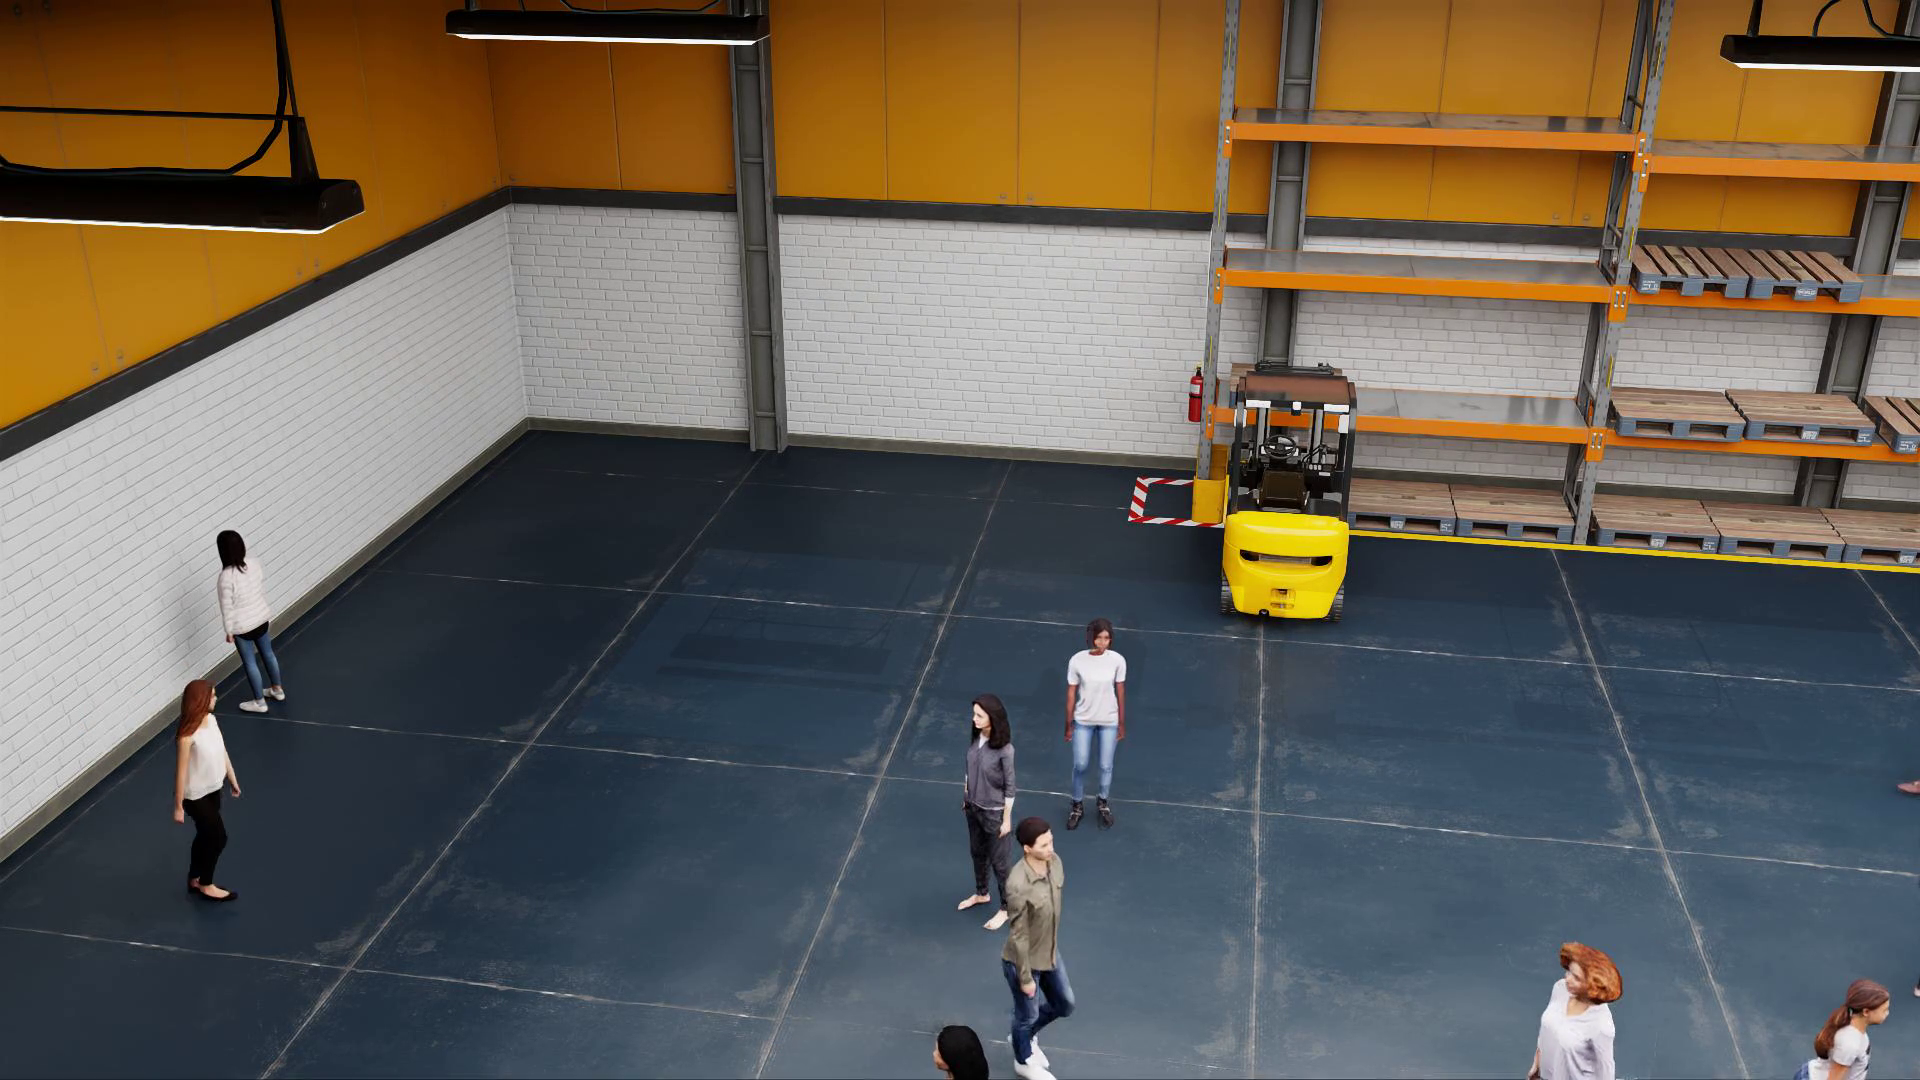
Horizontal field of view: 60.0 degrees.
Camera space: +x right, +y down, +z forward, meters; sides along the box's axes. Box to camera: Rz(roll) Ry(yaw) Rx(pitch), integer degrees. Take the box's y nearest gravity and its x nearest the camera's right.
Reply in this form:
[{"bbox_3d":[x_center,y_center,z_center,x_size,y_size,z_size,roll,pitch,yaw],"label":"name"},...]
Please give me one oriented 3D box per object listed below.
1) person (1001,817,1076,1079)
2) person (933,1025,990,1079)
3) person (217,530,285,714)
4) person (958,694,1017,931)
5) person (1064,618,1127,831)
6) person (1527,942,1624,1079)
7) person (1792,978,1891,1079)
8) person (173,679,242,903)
[{"bbox_3d":[0.364,2.434,9.902,0.839,1.852,0.826,17,29,33],"label":"person"},{"bbox_3d":[0.011,3.165,8.407,0.599,1.710,0.629,-1,24,-2],"label":"person"},{"bbox_3d":[-6.072,0.678,14.192,0.597,1.634,0.644,8,25,17],"label":"person"},{"bbox_3d":[0.205,1.833,11.386,0.733,1.764,0.656,-18,30,-36],"label":"person"},{"bbox_3d":[1.017,1.375,12.488,0.536,1.721,0.699,3,24,7],"label":"person"},{"bbox_3d":[3.430,2.909,9.034,1.195,1.677,0.904,-4,24,-9],"label":"person"},{"bbox_3d":[4.603,3.008,9.018,1.138,1.509,0.741,11,26,24],"label":"person"},{"bbox_3d":[-5.367,1.785,11.596,0.702,1.684,0.649,4,24,9],"label":"person"}]
